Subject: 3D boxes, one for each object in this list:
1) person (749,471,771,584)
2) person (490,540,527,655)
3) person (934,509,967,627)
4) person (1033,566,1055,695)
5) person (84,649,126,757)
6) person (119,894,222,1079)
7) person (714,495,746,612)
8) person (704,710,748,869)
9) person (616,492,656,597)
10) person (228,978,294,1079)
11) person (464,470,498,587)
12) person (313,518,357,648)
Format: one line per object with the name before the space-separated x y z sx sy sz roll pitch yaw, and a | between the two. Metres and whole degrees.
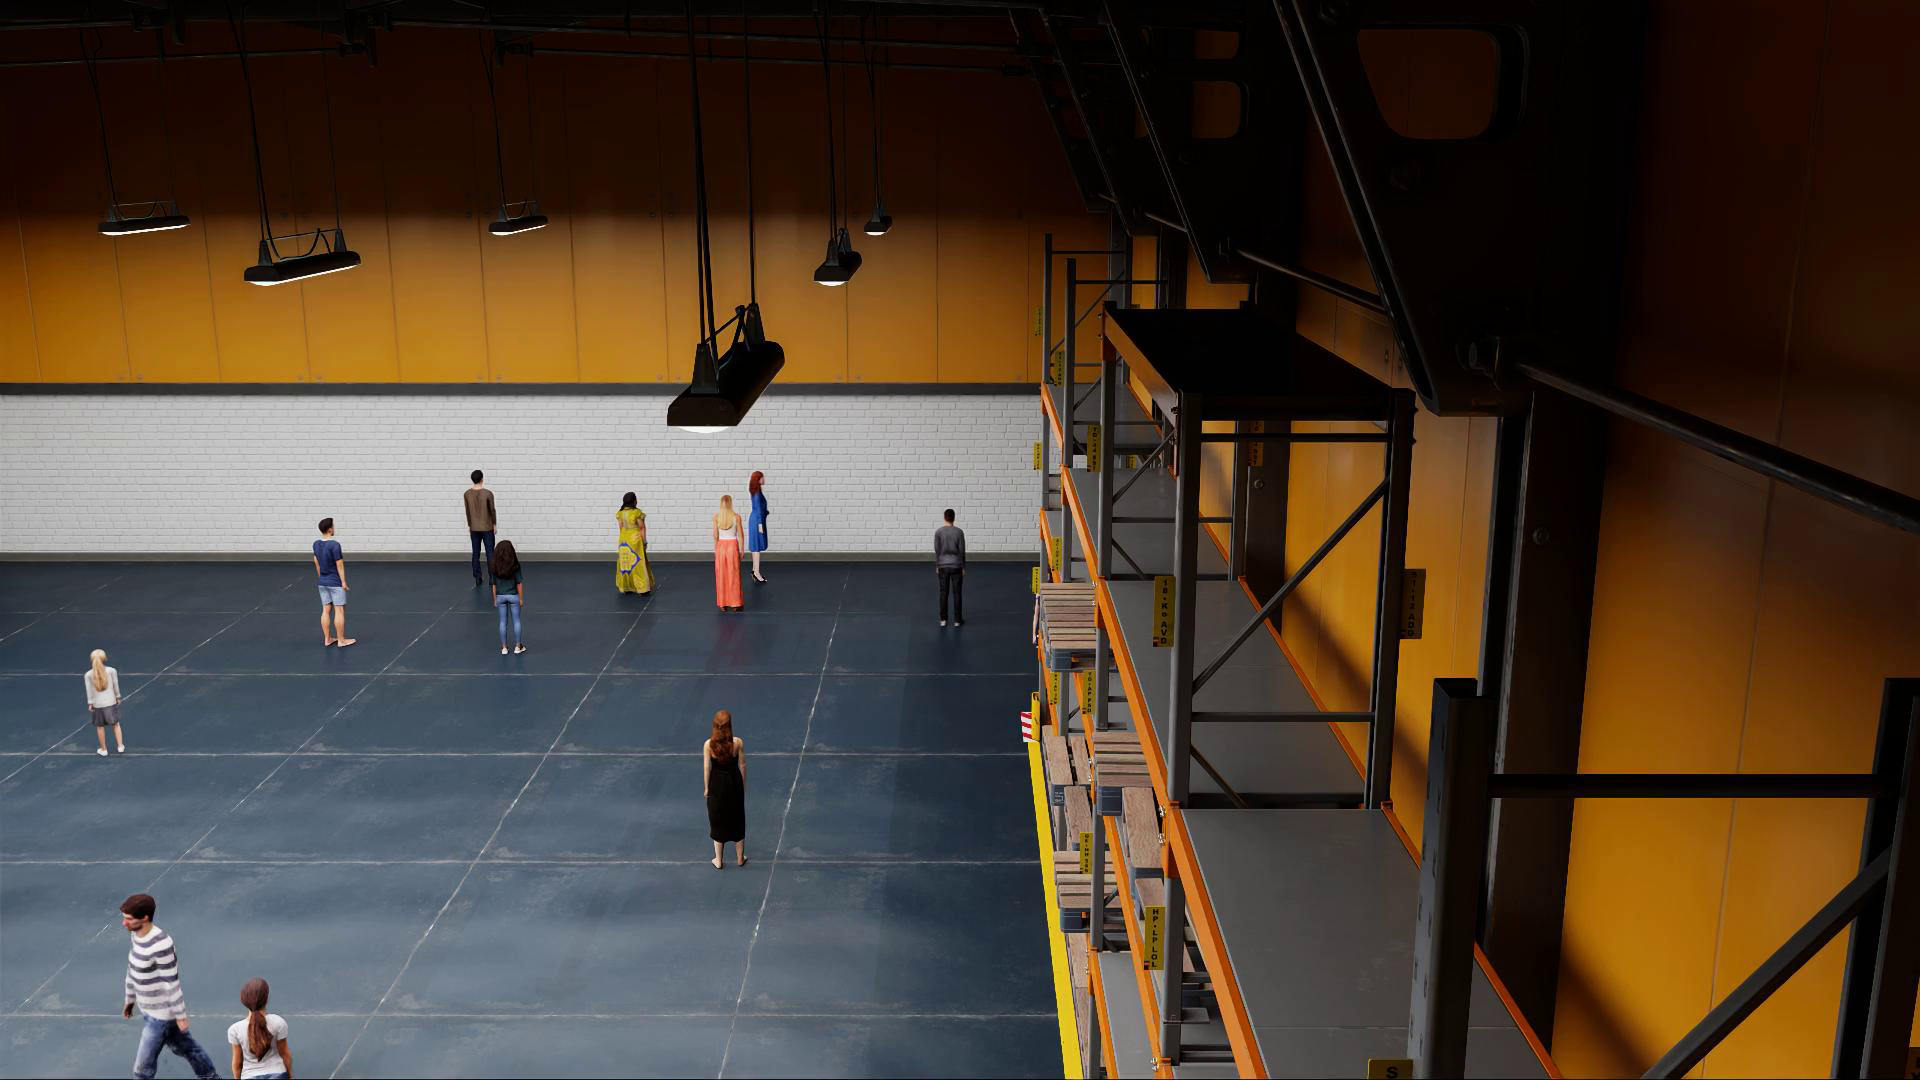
person | -3.283 -0.223 27.022 0.721 1.827 0.569 -3 14 -11
person | -6.331 0.792 23.281 0.598 1.616 0.589 -1 14 -3
person | -0.142 0.398 24.600 0.648 1.760 0.586 2 14 9
person | 1.168 1.175 21.432 0.677 1.742 0.703 9 16 33
person | -10.022 1.888 19.477 0.603 1.275 0.651 -9 17 -34
person | -5.735 3.404 12.134 1.256 1.785 1.199 -13 18 -42
person | -3.536 0.192 25.362 0.646 1.803 0.606 2 14 7
person | -2.315 2.451 16.411 0.622 1.625 0.632 -3 14 -13
person | -5.166 0.047 26.260 0.968 1.661 0.941 5 15 21
person | -4.738 3.710 11.343 0.595 1.562 0.598 -4 14 -17
person | -7.718 -0.208 26.828 0.650 1.888 0.570 1 14 3
person | -8.922 0.595 23.596 0.690 1.849 0.674 5 15 20
